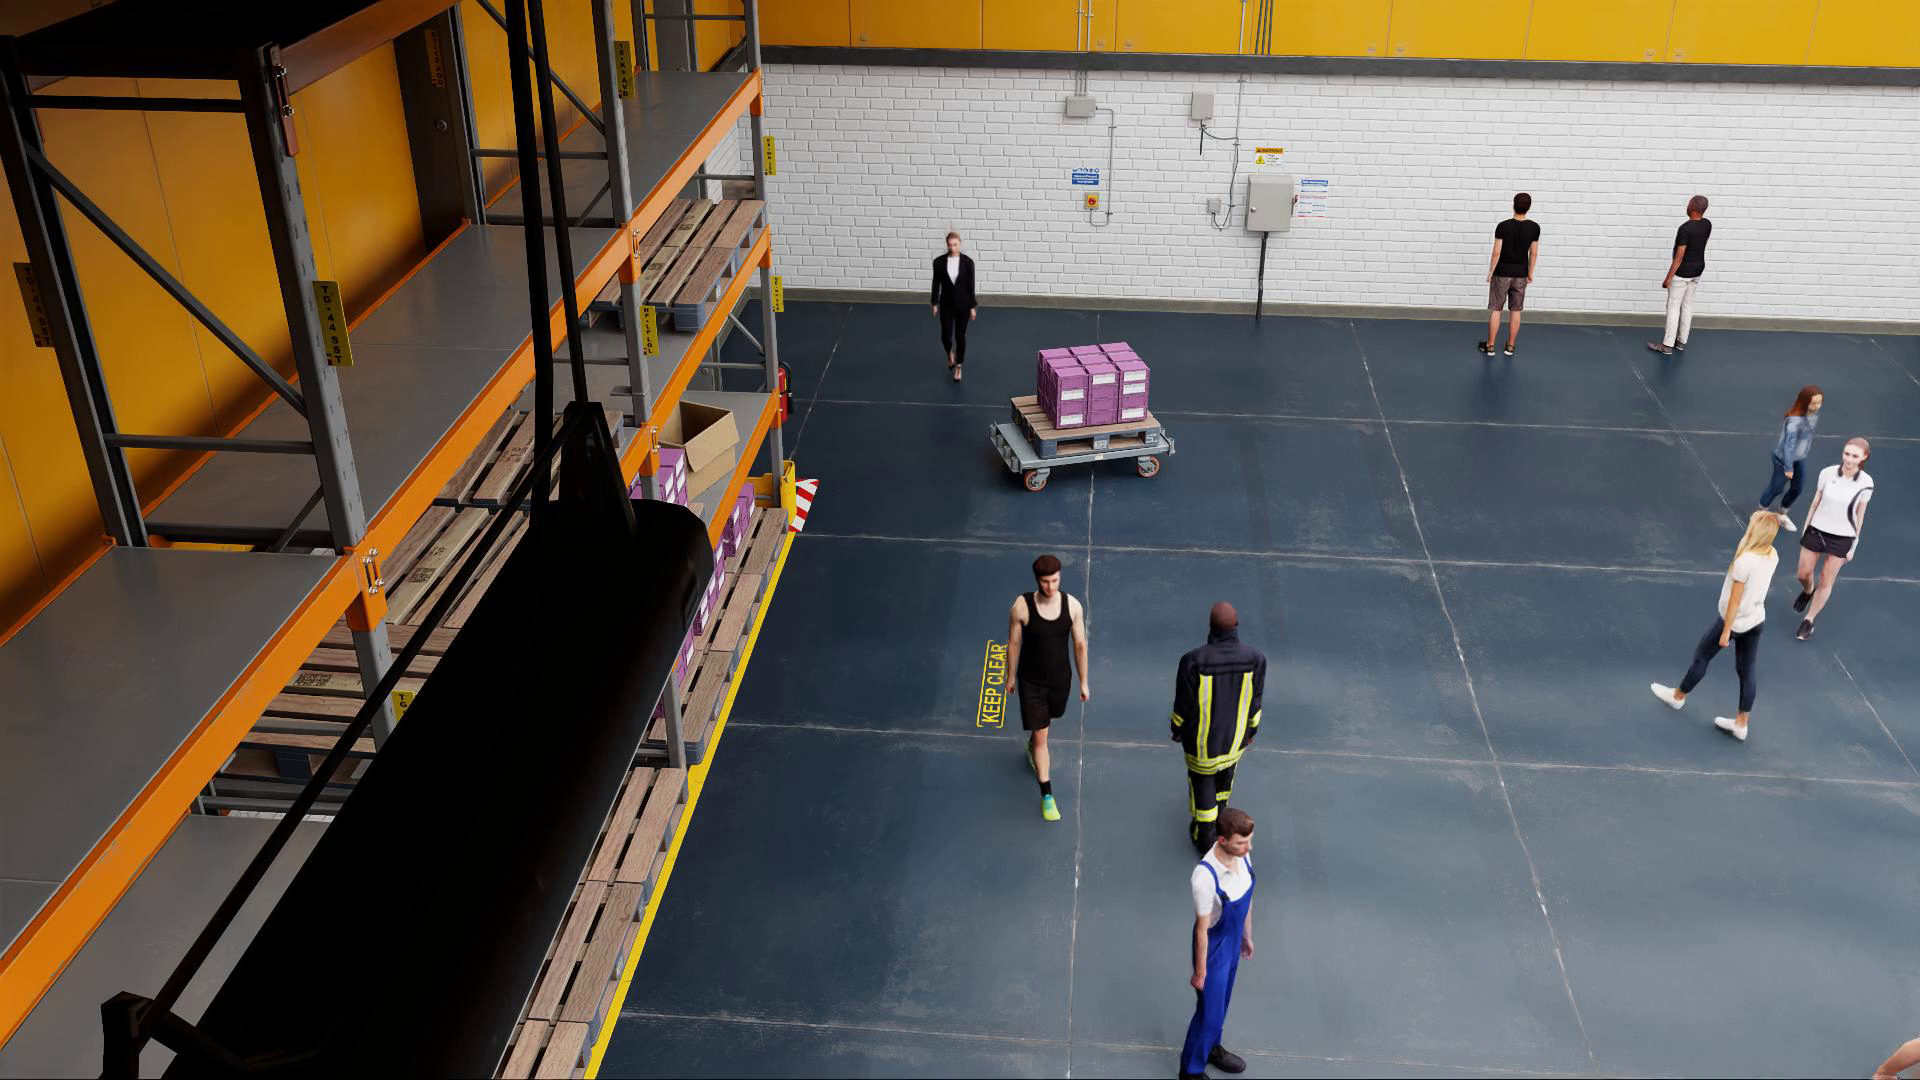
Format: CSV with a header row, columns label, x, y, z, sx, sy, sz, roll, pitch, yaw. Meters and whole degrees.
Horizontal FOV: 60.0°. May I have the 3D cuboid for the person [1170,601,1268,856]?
label,x,y,z,sx,sy,sz,roll,pitch,yaw
person,1.684,1.224,10.889,0.850,1.817,0.960,-4,29,-6

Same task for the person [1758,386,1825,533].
label,x,y,z,sx,sy,sz,roll,pitch,yaw
person,7.404,-0.755,14.900,0.723,1.451,0.773,-24,36,-36

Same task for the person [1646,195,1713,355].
label,x,y,z,sx,sy,sz,roll,pitch,yaw
person,8.109,-2.971,18.593,0.763,1.805,0.793,-16,32,-26

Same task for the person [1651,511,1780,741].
label,x,y,z,sx,sy,sz,roll,pitch,yaw
person,5.688,0.654,11.967,0.938,1.785,1.079,-15,32,-25

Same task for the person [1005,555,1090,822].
label,x,y,z,sx,sy,sz,roll,pitch,yaw
person,0.573,0.903,11.449,0.927,1.845,1.253,-5,29,-9

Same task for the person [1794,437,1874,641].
label,x,y,z,sx,sy,sz,roll,pitch,yaw
person,6.988,-0.044,13.294,0.764,1.740,0.870,20,34,32

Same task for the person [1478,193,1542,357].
label,x,y,z,sx,sy,sz,roll,pitch,yaw
person,6.129,-2.962,18.517,0.669,1.862,0.580,1,29,2

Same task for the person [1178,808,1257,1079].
label,x,y,z,sx,sy,sz,roll,pitch,yaw
person,1.406,2.183,9.098,0.811,1.849,0.722,21,35,34

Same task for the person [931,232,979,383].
label,x,y,z,sx,sy,sz,roll,pitch,yaw
person,-0.045,-2.536,17.916,0.686,1.690,0.697,-1,29,-1
